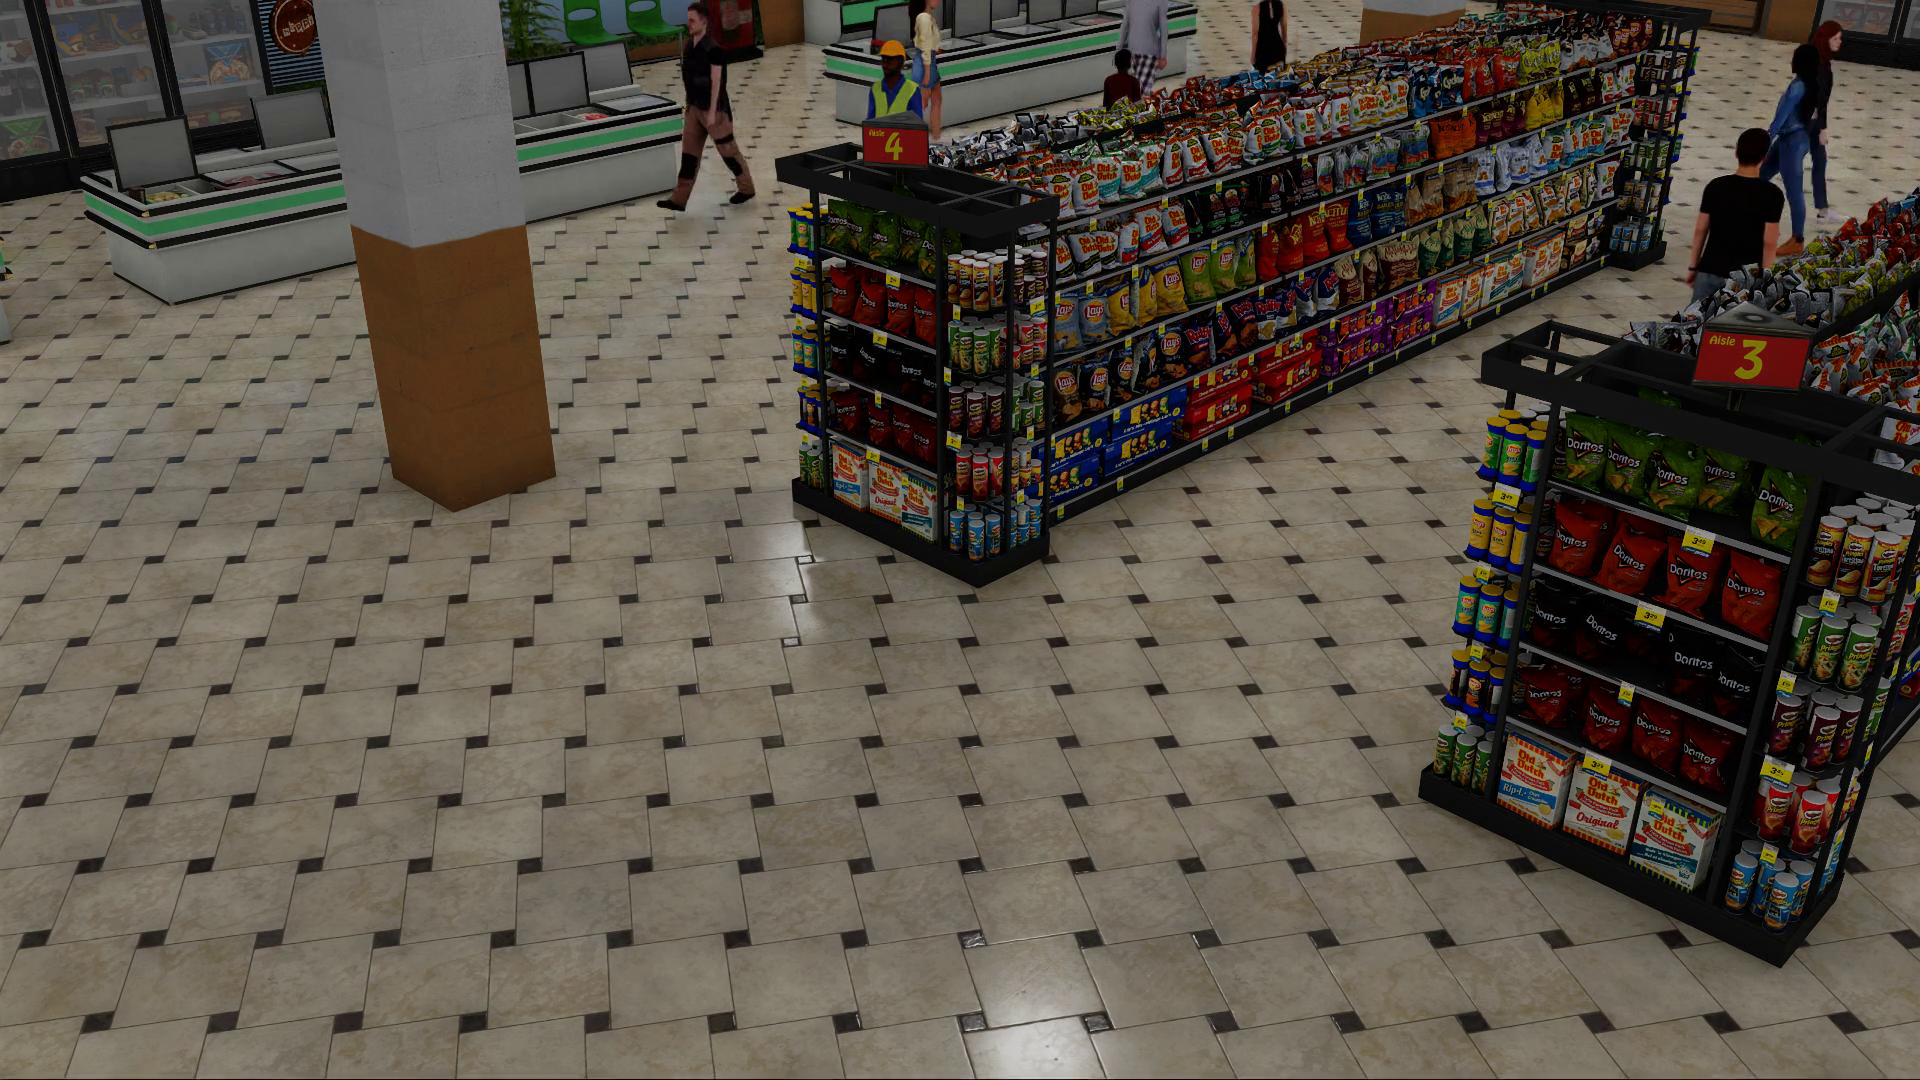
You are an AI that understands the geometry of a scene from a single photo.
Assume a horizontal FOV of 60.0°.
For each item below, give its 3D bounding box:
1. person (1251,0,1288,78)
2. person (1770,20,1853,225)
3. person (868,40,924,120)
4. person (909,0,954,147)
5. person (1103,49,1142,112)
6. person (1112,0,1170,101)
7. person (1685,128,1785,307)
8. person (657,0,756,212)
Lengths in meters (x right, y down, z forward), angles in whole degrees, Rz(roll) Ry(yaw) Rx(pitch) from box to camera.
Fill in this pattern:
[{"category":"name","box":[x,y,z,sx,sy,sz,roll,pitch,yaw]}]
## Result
[{"category":"person","box":[3.314,-5.163,17.696,0.880,1.565,0.891,-8,28,-15]},{"category":"person","box":[7.165,-3.533,14.291,1.028,1.738,1.235,8,28,16]},{"category":"person","box":[-0.512,-3.061,13.277,0.729,1.813,0.693,13,30,24]},{"category":"person","box":[-0.430,-4.776,16.885,1.115,1.609,1.003,-3,27,-6]},{"category":"person","box":[1.529,-4.010,15.765,0.583,1.255,0.620,5,27,9]},{"category":"person","box":[1.928,-4.992,17.074,0.662,1.822,1.000,23,35,37]},{"category":"person","box":[4.833,-1.672,10.501,0.651,1.846,0.562,22,34,36]},{"category":"person","box":[-2.151,-3.818,14.795,1.177,1.791,0.690,-24,36,-39]}]
